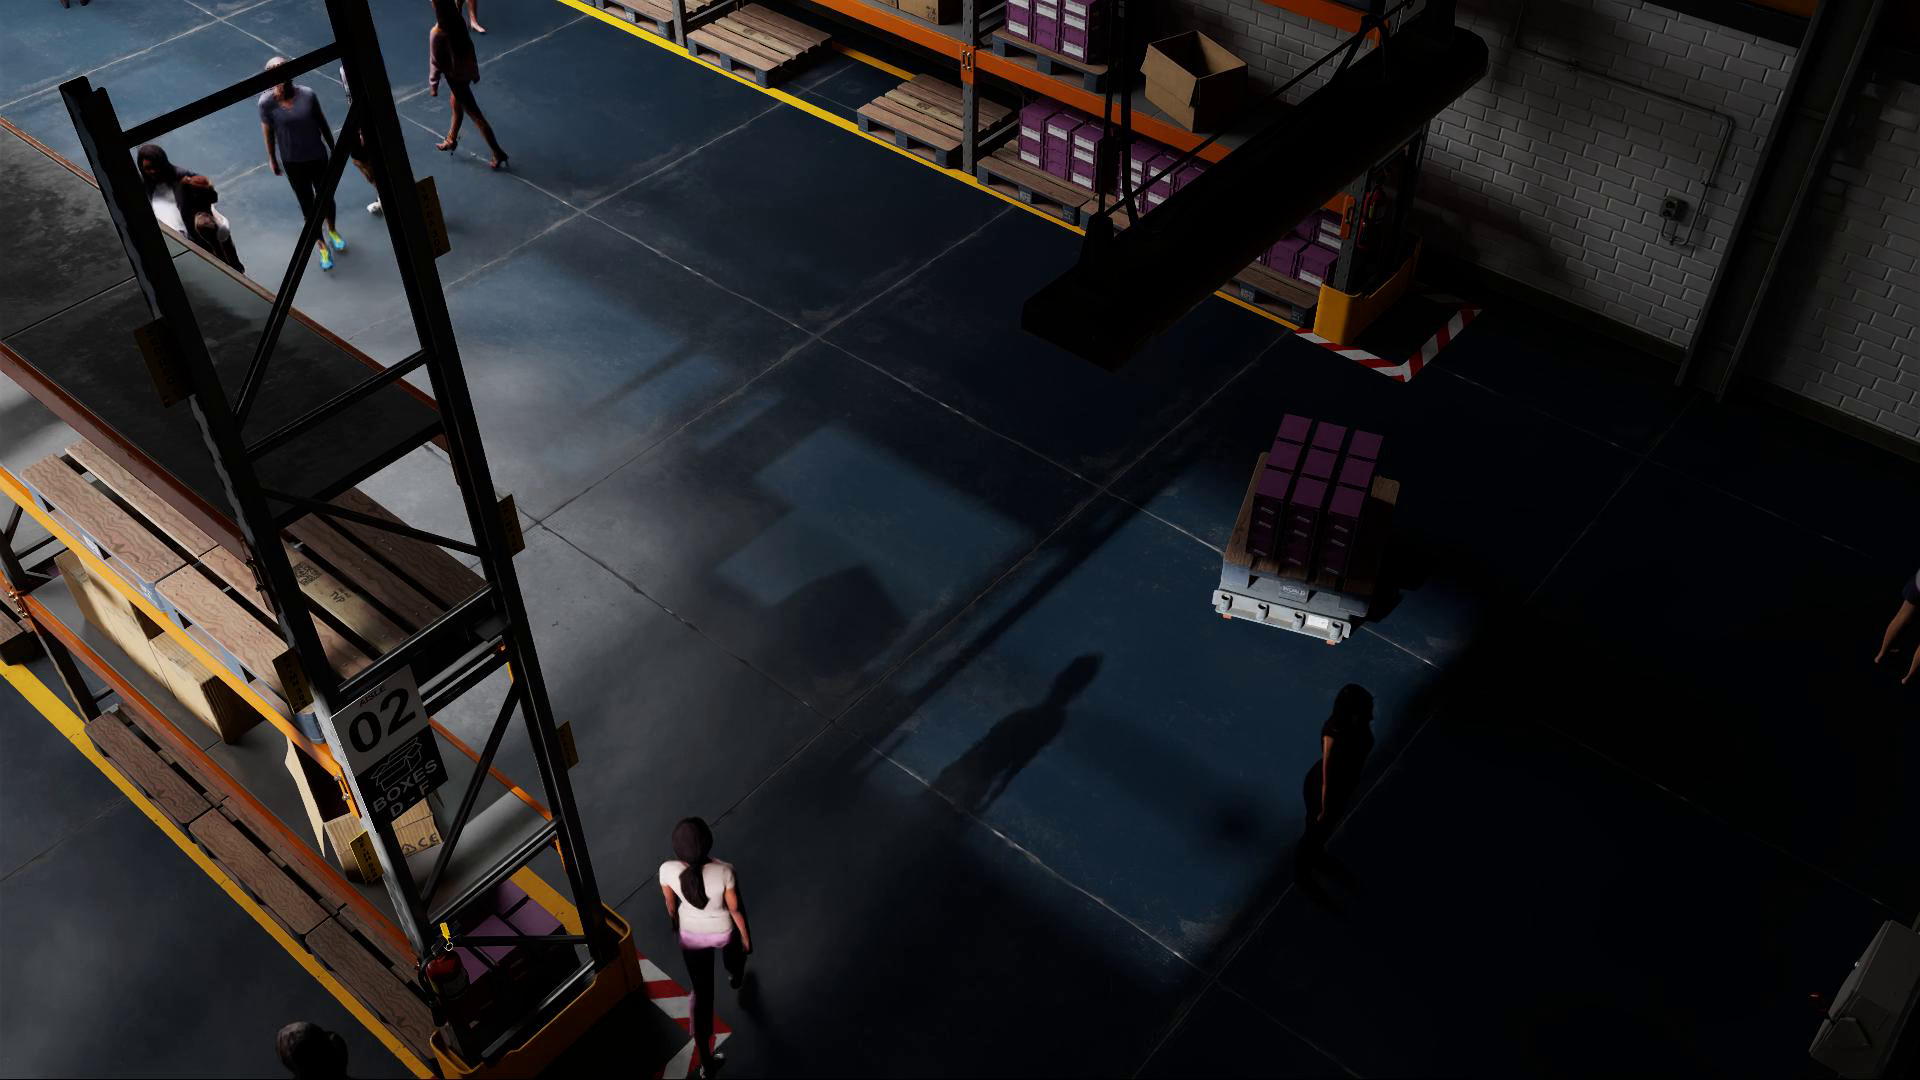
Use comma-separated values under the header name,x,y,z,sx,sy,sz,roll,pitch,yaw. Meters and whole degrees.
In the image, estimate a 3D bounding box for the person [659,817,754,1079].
name,x,y,z,sx,sy,sz,roll,pitch,yaw
person,-1.341,2.145,8.748,1.132,1.702,1.142,0,44,0

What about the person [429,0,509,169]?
name,x,y,z,sx,sy,sz,roll,pitch,yaw
person,-4.528,-4.212,15.369,1.107,1.773,0.871,13,45,14

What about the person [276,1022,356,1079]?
name,x,y,z,sx,sy,sz,roll,pitch,yaw
person,-2.900,2.828,8.009,0.965,1.733,0.878,1,44,1

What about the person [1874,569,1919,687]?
name,x,y,z,sx,sy,sz,roll,pitch,yaw
person,6.374,0.305,10.777,0.701,1.567,0.593,-17,46,-17

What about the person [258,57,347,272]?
name,x,y,z,sx,sy,sz,roll,pitch,yaw
person,-5.677,-3.322,14.366,0.857,1.868,0.957,-23,48,-22

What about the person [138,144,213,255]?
name,x,y,z,sx,sy,sz,roll,pitch,yaw
person,-6.461,-2.610,13.824,0.802,1.585,0.848,-9,44,-10

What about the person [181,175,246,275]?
name,x,y,z,sx,sy,sz,roll,pitch,yaw
person,-5.813,-2.122,13.197,0.736,1.744,0.633,-13,45,-14

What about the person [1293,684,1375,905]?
name,x,y,z,sx,sy,sz,roll,pitch,yaw
person,2.135,1.416,9.523,0.584,1.688,0.607,24,49,23
